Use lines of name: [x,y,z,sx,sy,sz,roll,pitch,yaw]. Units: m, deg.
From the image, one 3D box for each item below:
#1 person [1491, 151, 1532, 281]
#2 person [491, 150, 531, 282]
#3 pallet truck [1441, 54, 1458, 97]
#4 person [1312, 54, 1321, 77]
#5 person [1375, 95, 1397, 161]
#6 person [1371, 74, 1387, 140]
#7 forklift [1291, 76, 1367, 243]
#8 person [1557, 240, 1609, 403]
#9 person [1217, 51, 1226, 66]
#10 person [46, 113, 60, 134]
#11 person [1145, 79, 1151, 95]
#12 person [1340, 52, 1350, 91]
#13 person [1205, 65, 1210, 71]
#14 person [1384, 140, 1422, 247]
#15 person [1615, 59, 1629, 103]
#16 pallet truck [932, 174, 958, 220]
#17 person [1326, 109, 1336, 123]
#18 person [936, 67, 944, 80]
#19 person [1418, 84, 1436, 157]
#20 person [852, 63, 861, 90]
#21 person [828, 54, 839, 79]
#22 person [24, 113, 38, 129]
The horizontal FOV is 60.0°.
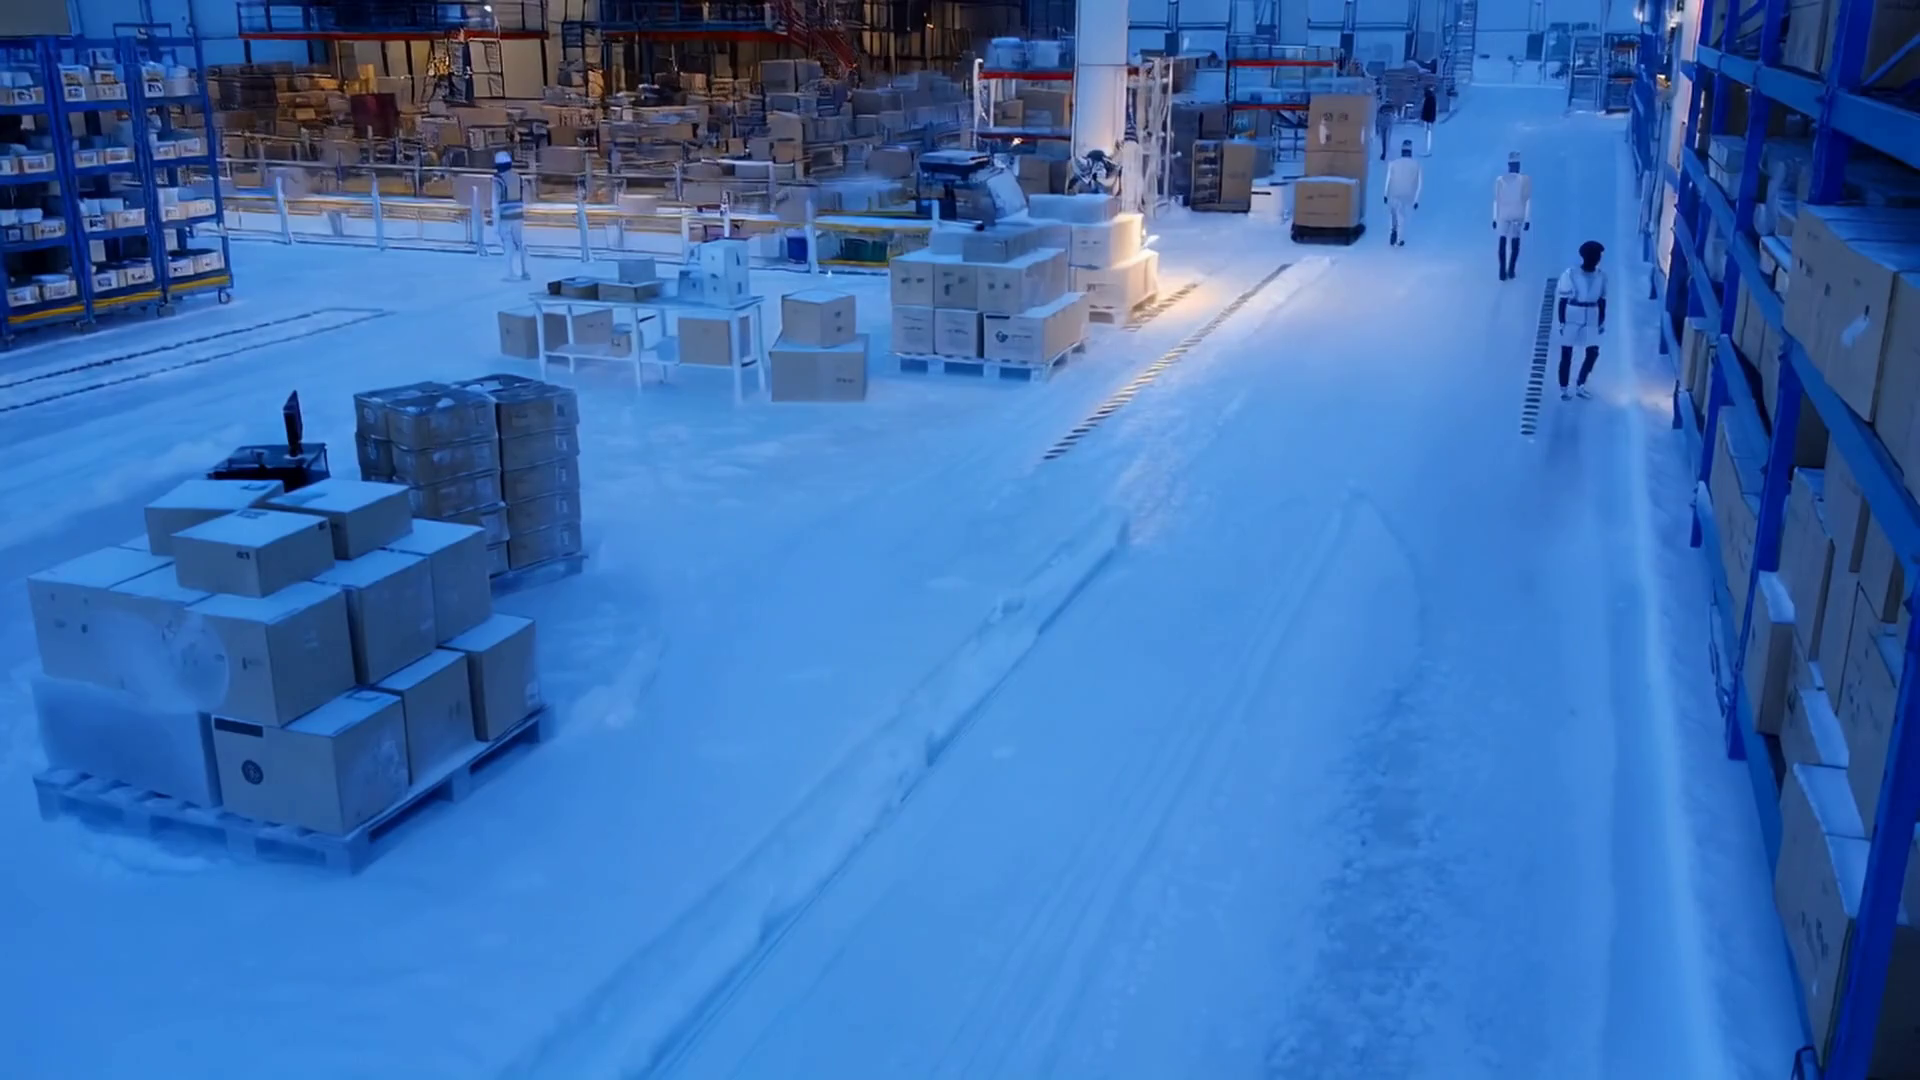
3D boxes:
person: [8.331,-4.915,25.178,0.562,1.899,0.925,6,19,19]
person: [-6.753,-4.844,24.912,0.425,1.938,0.603,11,21,32]
pallet truck: [22.765,-21.886,78.355,0.823,1.965,1.885,-4,18,-14]
person: [18.331,-23.993,85.290,0.901,1.812,0.632,0,18,0]
person: [11.564,-11.182,45.124,0.538,1.750,0.559,8,19,23]
person: [13.106,-13.676,52.491,0.538,2.000,0.689,-6,18,-17]
forklift: [6.598,-6.755,29.381,1.129,2.768,1.873,6,19,19]
person: [6.424,-2.260,17.198,0.543,1.682,0.363,-2,18,-7]
person: [13.753,-24.727,87.450,0.666,1.894,0.461,1,18,4]
person: [-29.893,-14.372,54.701,0.610,2.033,0.398,-15,23,-39]
person: [6.395,-14.977,57.153,0.326,1.688,0.538,-9,20,-26]
person: [19.609,-23.855,84.651,0.589,1.930,0.361,-12,21,-34]
person: [9.967,-17.946,66.222,1.040,1.854,0.656,-1,18,-4]
person: [7.609,-5.942,28.552,0.616,1.812,0.442,4,18,13]
person: [29.212,-20.162,73.107,0.612,1.885,0.907,-7,19,-20]
pallet truck: [-0.507,-5.292,27.348,0.653,1.274,1.630,6,19,19]
person: [11.770,-13.567,52.871,0.527,1.582,0.856,-11,21,-32]
person: [-0.755,-16.323,60.927,0.366,1.967,0.603,-2,18,-5]
person: [12.989,-11.634,46.146,0.390,1.995,0.613,10,20,28]
person: [-4.212,-18.402,67.623,0.338,1.907,0.580,-8,19,-24]
person: [-6.207,-22.866,81.618,0.585,1.882,0.337,9,20,27]
person: [-31.804,-14.922,56.625,0.652,1.906,0.402,-9,20,-27]
